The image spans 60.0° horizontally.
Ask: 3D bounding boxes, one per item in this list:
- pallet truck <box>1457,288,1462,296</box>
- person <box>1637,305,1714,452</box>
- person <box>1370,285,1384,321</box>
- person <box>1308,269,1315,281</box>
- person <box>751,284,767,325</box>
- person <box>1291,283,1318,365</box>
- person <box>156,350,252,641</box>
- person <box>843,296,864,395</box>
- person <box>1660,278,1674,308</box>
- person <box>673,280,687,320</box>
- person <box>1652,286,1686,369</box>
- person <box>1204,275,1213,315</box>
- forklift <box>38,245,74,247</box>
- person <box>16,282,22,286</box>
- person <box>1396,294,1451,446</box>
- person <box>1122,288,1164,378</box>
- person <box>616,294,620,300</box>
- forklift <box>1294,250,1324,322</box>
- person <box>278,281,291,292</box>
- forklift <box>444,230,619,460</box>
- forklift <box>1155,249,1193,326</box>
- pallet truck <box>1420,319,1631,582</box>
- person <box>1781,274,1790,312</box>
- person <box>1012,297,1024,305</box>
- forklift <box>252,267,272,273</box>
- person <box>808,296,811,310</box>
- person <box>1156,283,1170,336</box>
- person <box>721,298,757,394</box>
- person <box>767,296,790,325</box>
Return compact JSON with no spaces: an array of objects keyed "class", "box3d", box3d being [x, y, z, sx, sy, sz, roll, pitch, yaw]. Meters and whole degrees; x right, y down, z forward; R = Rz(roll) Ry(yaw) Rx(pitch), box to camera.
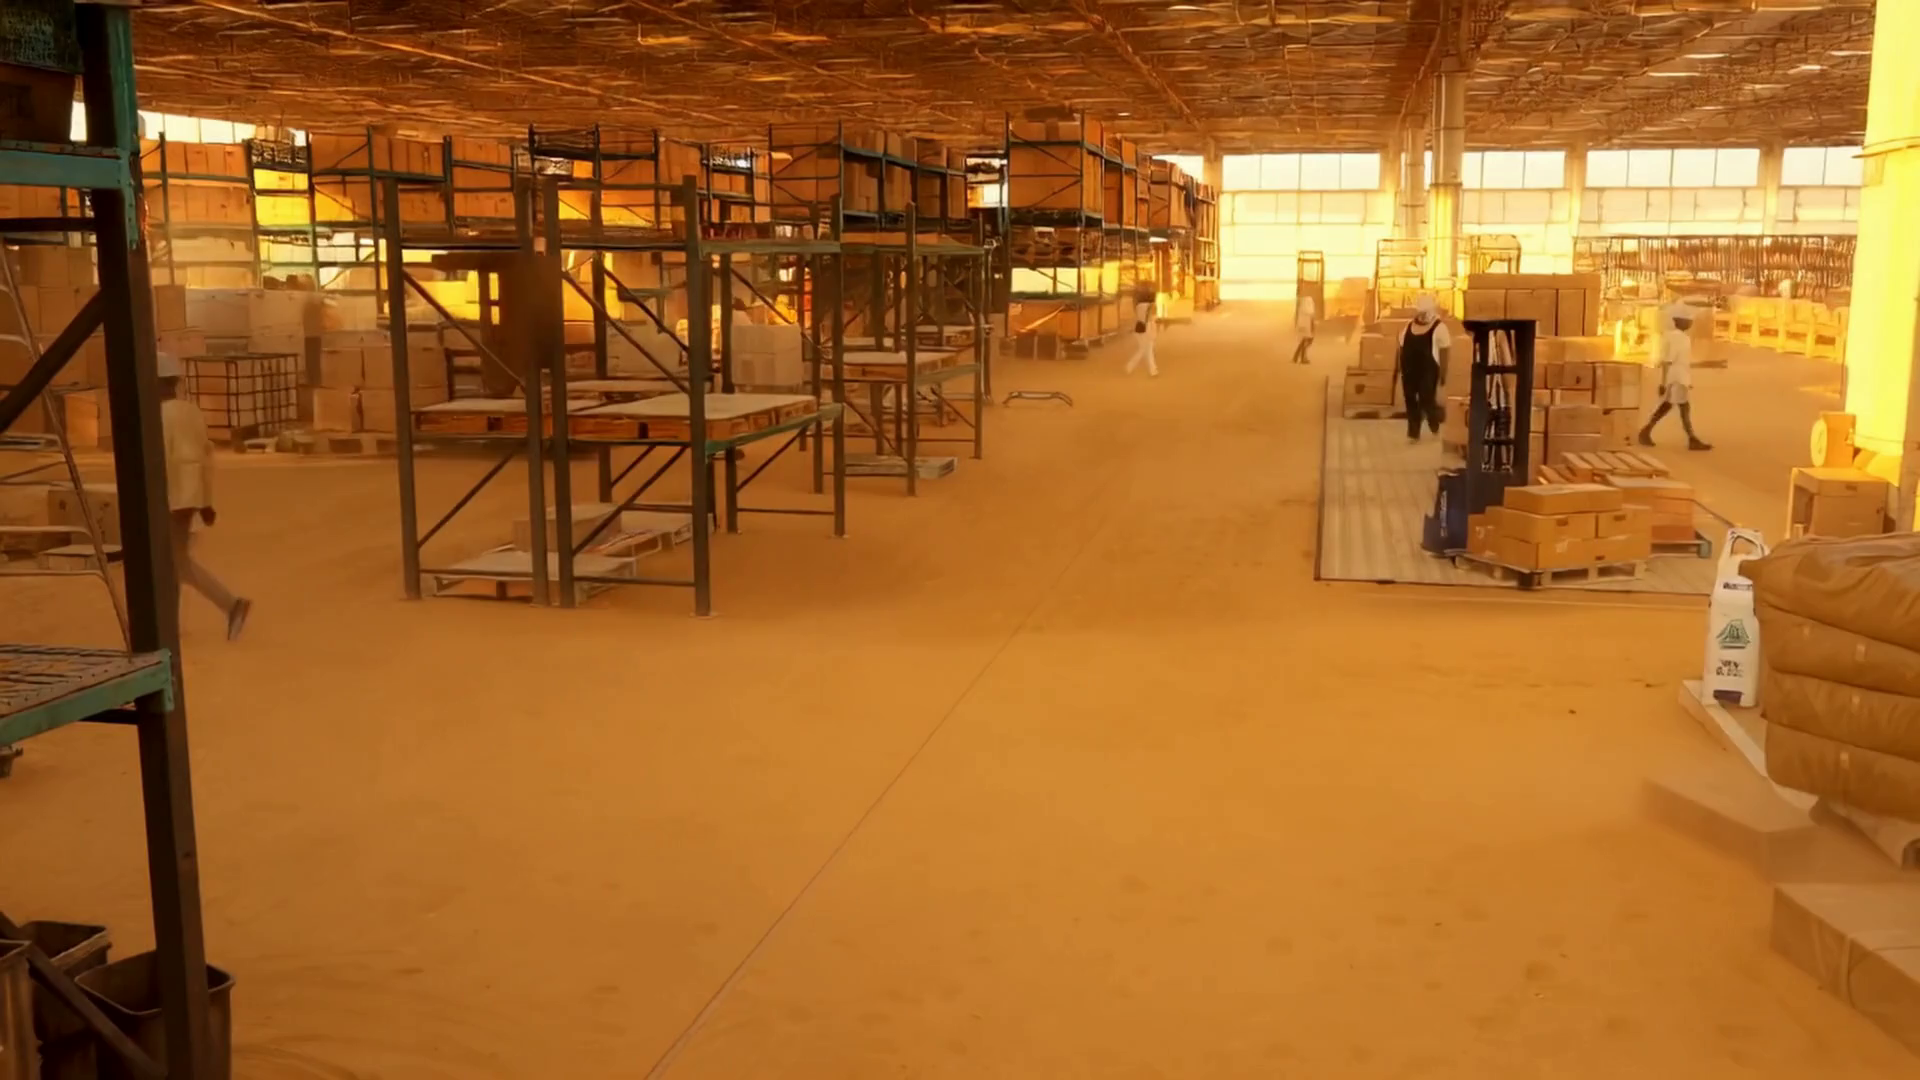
[{"class":"pallet truck","box3d":[20.506,-9.785,68.819,0.653,1.274,1.630,2,10,12]},{"class":"person","box3d":[9.310,-2.107,21.649,1.027,1.887,0.558,8,12,39]},{"class":"person","box3d":[13.790,-7.585,54.842,0.422,1.621,0.517,-6,11,-31]},{"class":"person","box3d":[17.662,-12.615,83.525,0.386,1.992,0.625,6,11,30]},{"class":"person","box3d":[-6.537,-7.533,54.393,0.540,1.676,0.679,3,10,16]},{"class":"person","box3d":[8.059,-5.042,38.910,0.518,1.922,0.743,0,10,-2]},{"class":"person","box3d":[-5.015,-0.276,10.754,0.833,1.902,0.602,1,10,7]},{"class":"person","box3d":[-2.054,-3.589,30.637,0.592,1.820,0.809,-2,10,-12]},{"class":"person","box3d":[24.668,-8.224,58.057,0.406,1.821,0.600,7,12,37]},{"class":"person","box3d":[-8.014,-6.608,48.290,0.634,1.893,1.006,2,10,11]},{"class":"person","box3d":[15.839,-4.714,37.067,0.799,1.876,0.657,2,10,14]},{"class":"person","box3d":[11.109,-10.965,74.437,0.311,1.768,0.524,-7,12,-36]},{"class":"forklift","box3d":[-23.605,-6.323,43.651,1.873,2.768,1.129,2,10,11]},{"class":"person","box3d":[-21.258,-4.852,37.660,0.942,1.952,0.651,1,10,4]},{"class":"person","box3d":[6.089,-2.253,22.033,0.684,2.000,0.541,9,13,42]},{"class":"person","box3d":[3.819,-4.314,34.715,0.945,1.889,0.595,-3,10,-18]},{"class":"person","box3d":[-8.445,-5.243,40.950,0.524,1.632,0.314,0,10,-1]},{"class":"forklift","box3d":[13.778,-10.002,65.433,1.129,2.768,1.873,2,10,12]},{"class":"person","box3d":[-17.074,-5.537,41.836,0.730,1.921,0.545,1,10,7]},{"class":"forklift","box3d":[-5.366,-2.459,20.767,1.873,2.768,1.129,2,10,12]},{"class":"forklift","box3d":[7.646,-9.320,61.395,1.873,2.768,1.129,2,10,11]},{"class":"pallet truck","box3d":[4.543,-0.757,13.299,0.823,1.965,1.885,-4,10,-22]},{"class":"person","box3d":[35.796,-10.613,72.121,0.571,1.840,0.373,-8,13,-40]},{"class":"person","box3d":[2.050,-8.361,59.010,0.526,1.769,0.330,9,13,44]},{"class":"forklift","box3d":[-24.078,-8.626,57.286,1.873,2.768,1.129,8,12,38]},{"class":"person","box3d":[-5.615,-9.164,64.152,0.500,1.636,0.282,-1,10,-3]},{"class":"person","box3d":[6.585,-7.497,54.111,0.321,1.693,0.530,-9,13,-42]},{"class":"person","box3d":[-3.891,-3.367,29.385,0.642,1.794,0.664,0,10,0]},{"class":"person","box3d":[-4.326,-4.994,39.566,0.520,1.600,0.846,-3,10,-19]}]
